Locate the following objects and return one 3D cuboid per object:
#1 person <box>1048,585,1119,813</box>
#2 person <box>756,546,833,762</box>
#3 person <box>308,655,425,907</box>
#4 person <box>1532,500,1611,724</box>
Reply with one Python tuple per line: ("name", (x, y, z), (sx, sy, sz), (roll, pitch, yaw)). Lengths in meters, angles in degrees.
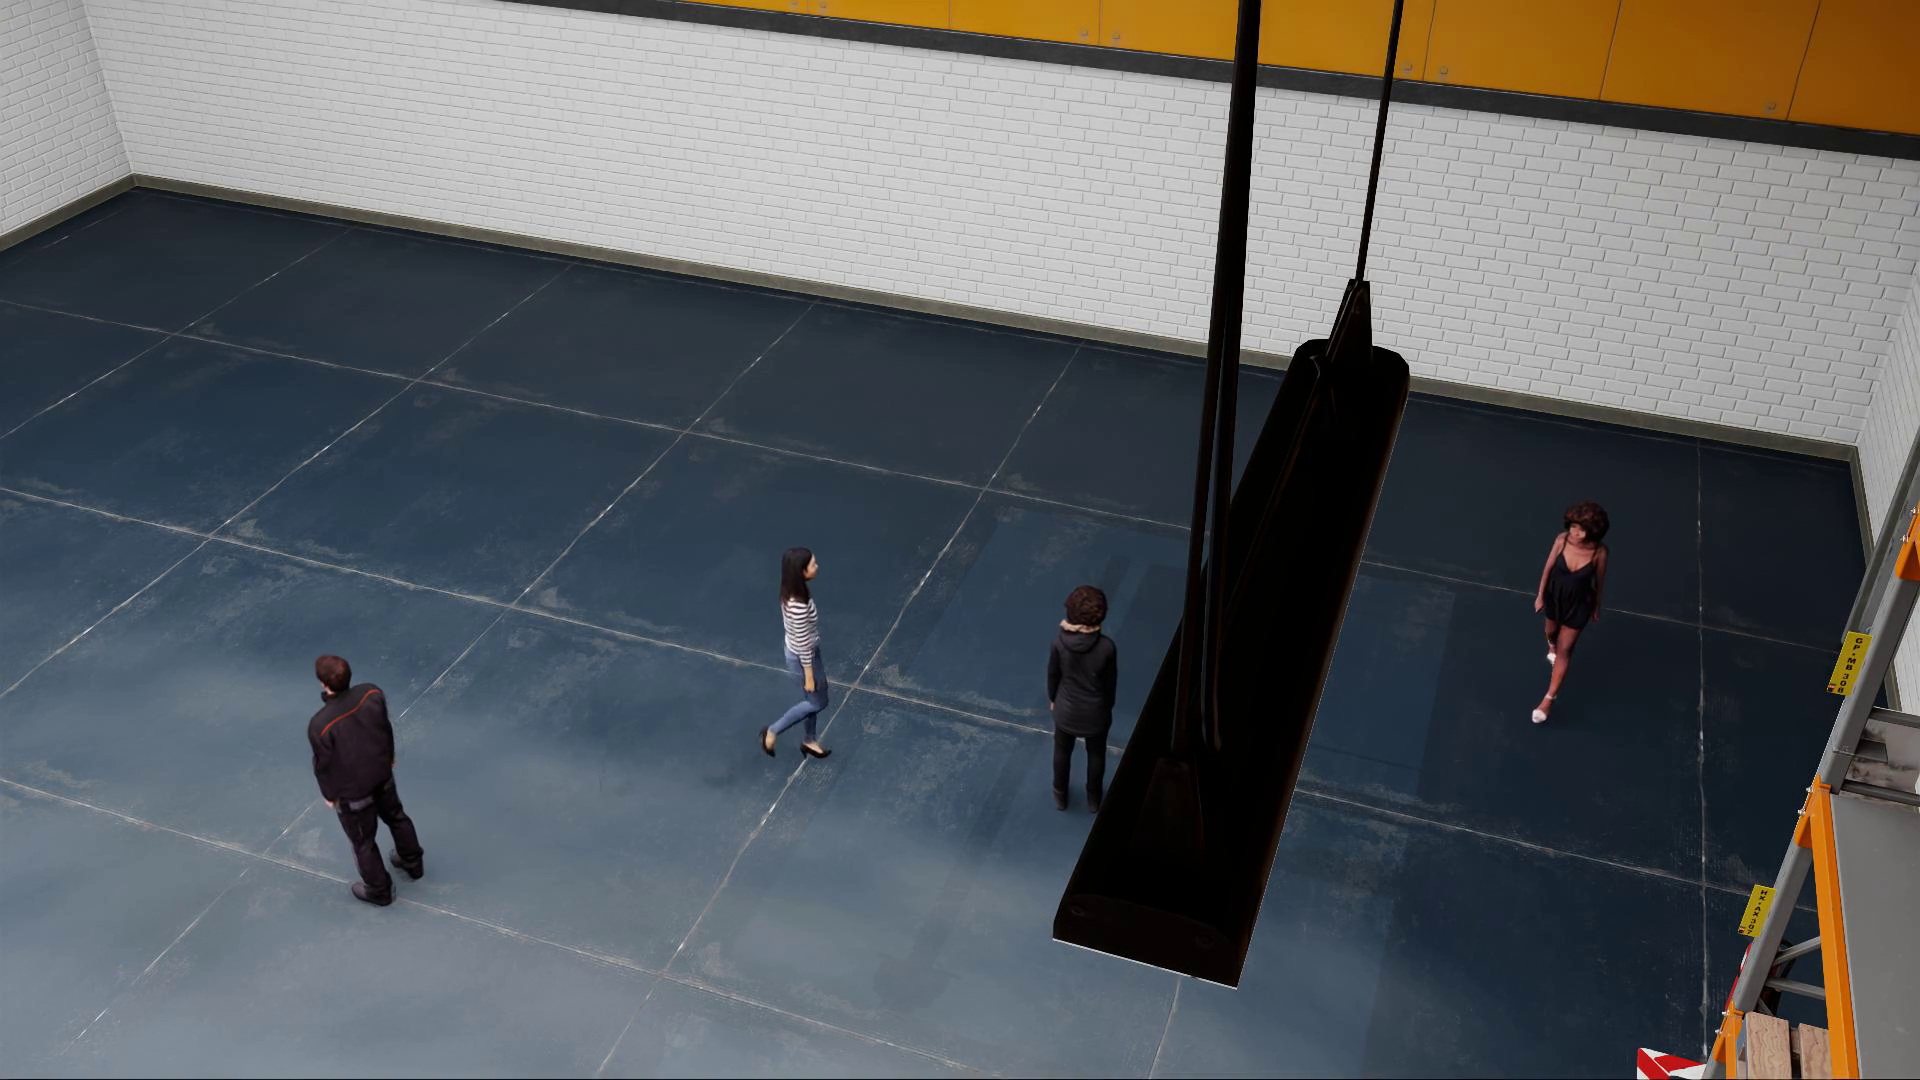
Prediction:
("person", (0.816, 1.076, 10.954), (0.641, 1.775, 0.619), (7, 34, 10))
("person", (-1.146, 0.840, 11.304), (0.865, 1.780, 0.832), (-7, 34, -11))
("person", (-3.698, 1.471, 10.303), (0.813, 1.838, 0.585), (18, 38, 25))
("person", (4.399, 0.416, 11.970), (0.794, 1.749, 1.186), (18, 38, 25))
